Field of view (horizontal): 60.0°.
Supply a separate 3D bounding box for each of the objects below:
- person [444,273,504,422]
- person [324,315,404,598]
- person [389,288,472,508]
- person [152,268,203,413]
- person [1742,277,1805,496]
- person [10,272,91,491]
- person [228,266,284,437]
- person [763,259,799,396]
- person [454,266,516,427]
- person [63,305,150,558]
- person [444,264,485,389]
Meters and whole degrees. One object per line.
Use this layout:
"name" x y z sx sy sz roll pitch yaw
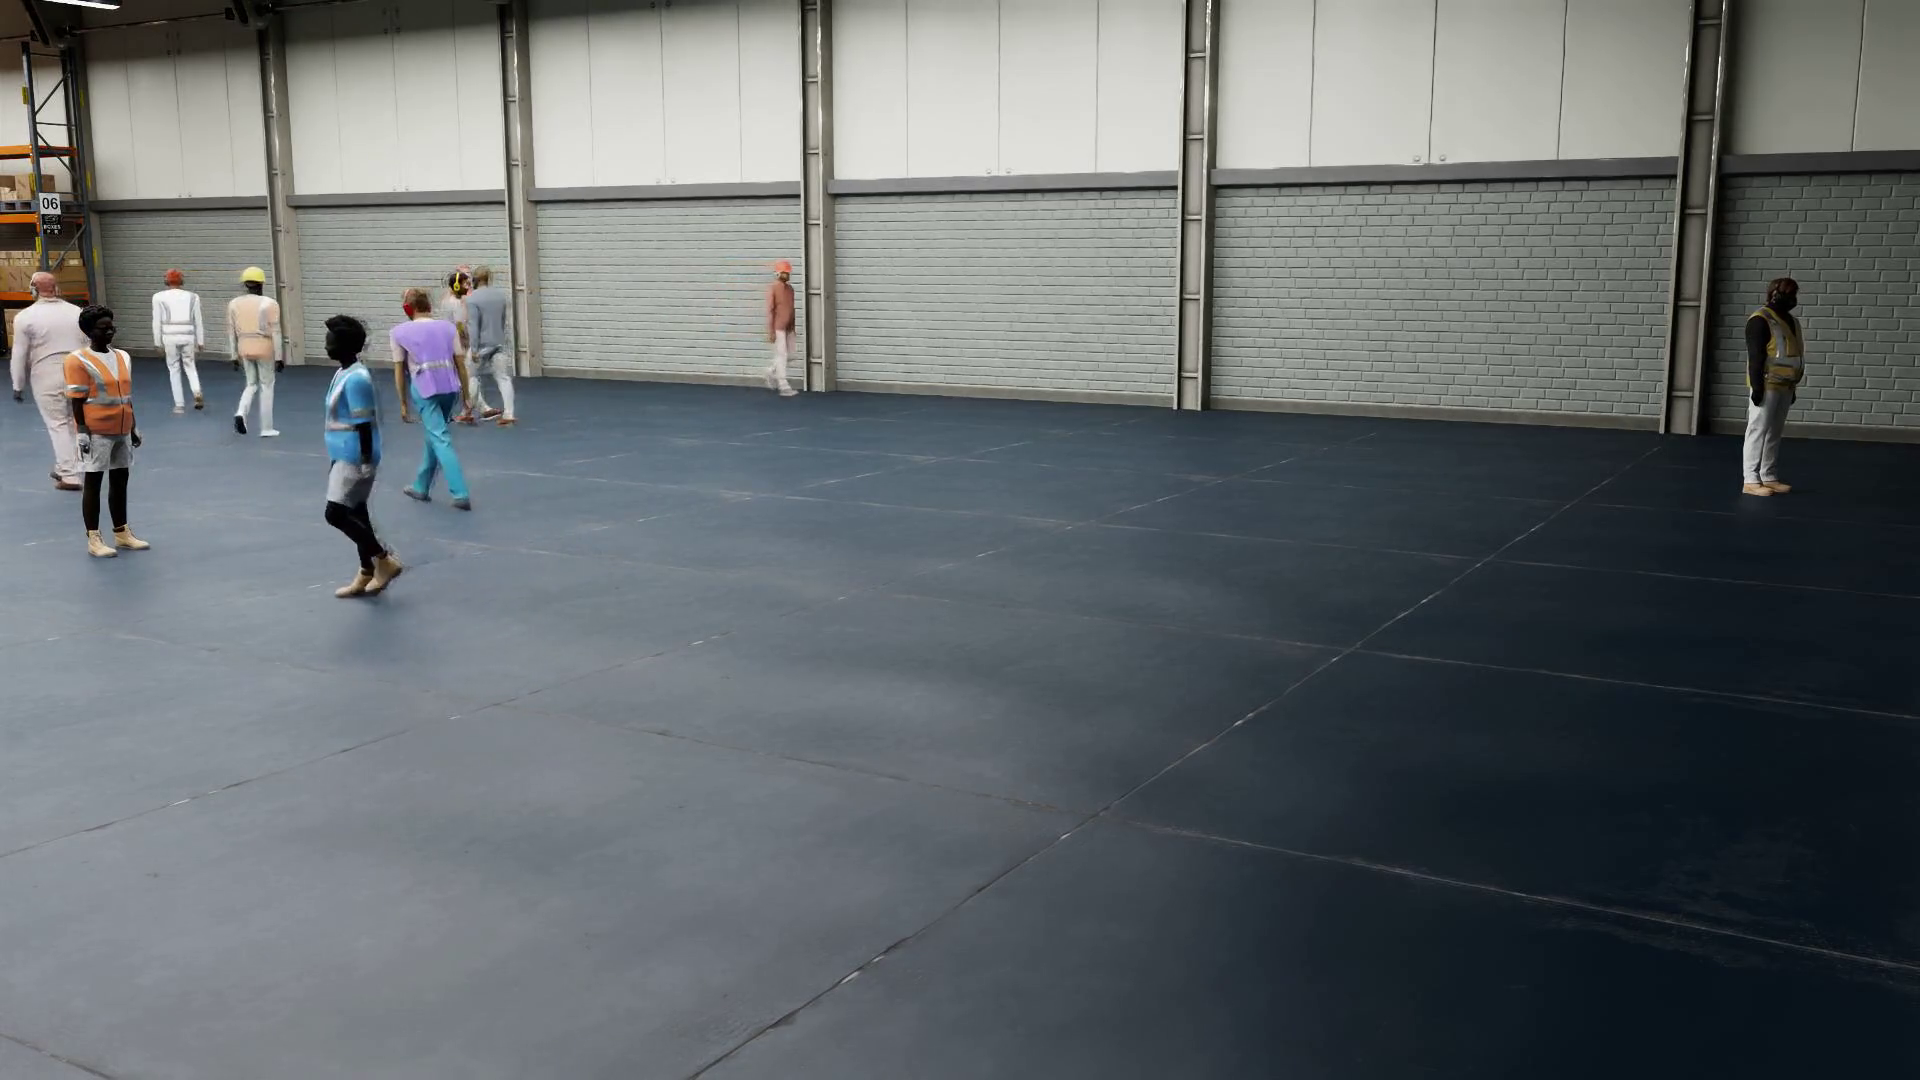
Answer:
"person" -6.097 -2.344 20.341 0.965 1.817 0.544 -3 10 -18
"person" -3.582 -0.476 9.773 0.362 1.683 0.540 -4 10 -21
"person" -4.269 -1.144 13.470 1.001 1.771 0.564 9 13 42
"person" -10.050 -2.554 21.401 0.591 1.874 0.455 -8 13 -41
"person" 6.923 -1.300 14.139 0.623 1.844 0.429 -7 12 -37
"person" -7.944 -1.380 14.506 0.897 1.871 0.685 6 12 32
"person" -7.841 -2.081 18.511 0.590 1.912 0.519 1 10 8
"person" -2.614 -3.080 24.142 0.568 1.982 0.639 5 11 27
"person" -5.676 -2.286 19.752 0.948 1.890 0.633 6 11 31
"person" -5.783 -0.737 11.264 0.318 1.697 0.535 3 10 16
"person" -7.535 -3.256 25.397 0.403 1.906 0.651 6 11 32
